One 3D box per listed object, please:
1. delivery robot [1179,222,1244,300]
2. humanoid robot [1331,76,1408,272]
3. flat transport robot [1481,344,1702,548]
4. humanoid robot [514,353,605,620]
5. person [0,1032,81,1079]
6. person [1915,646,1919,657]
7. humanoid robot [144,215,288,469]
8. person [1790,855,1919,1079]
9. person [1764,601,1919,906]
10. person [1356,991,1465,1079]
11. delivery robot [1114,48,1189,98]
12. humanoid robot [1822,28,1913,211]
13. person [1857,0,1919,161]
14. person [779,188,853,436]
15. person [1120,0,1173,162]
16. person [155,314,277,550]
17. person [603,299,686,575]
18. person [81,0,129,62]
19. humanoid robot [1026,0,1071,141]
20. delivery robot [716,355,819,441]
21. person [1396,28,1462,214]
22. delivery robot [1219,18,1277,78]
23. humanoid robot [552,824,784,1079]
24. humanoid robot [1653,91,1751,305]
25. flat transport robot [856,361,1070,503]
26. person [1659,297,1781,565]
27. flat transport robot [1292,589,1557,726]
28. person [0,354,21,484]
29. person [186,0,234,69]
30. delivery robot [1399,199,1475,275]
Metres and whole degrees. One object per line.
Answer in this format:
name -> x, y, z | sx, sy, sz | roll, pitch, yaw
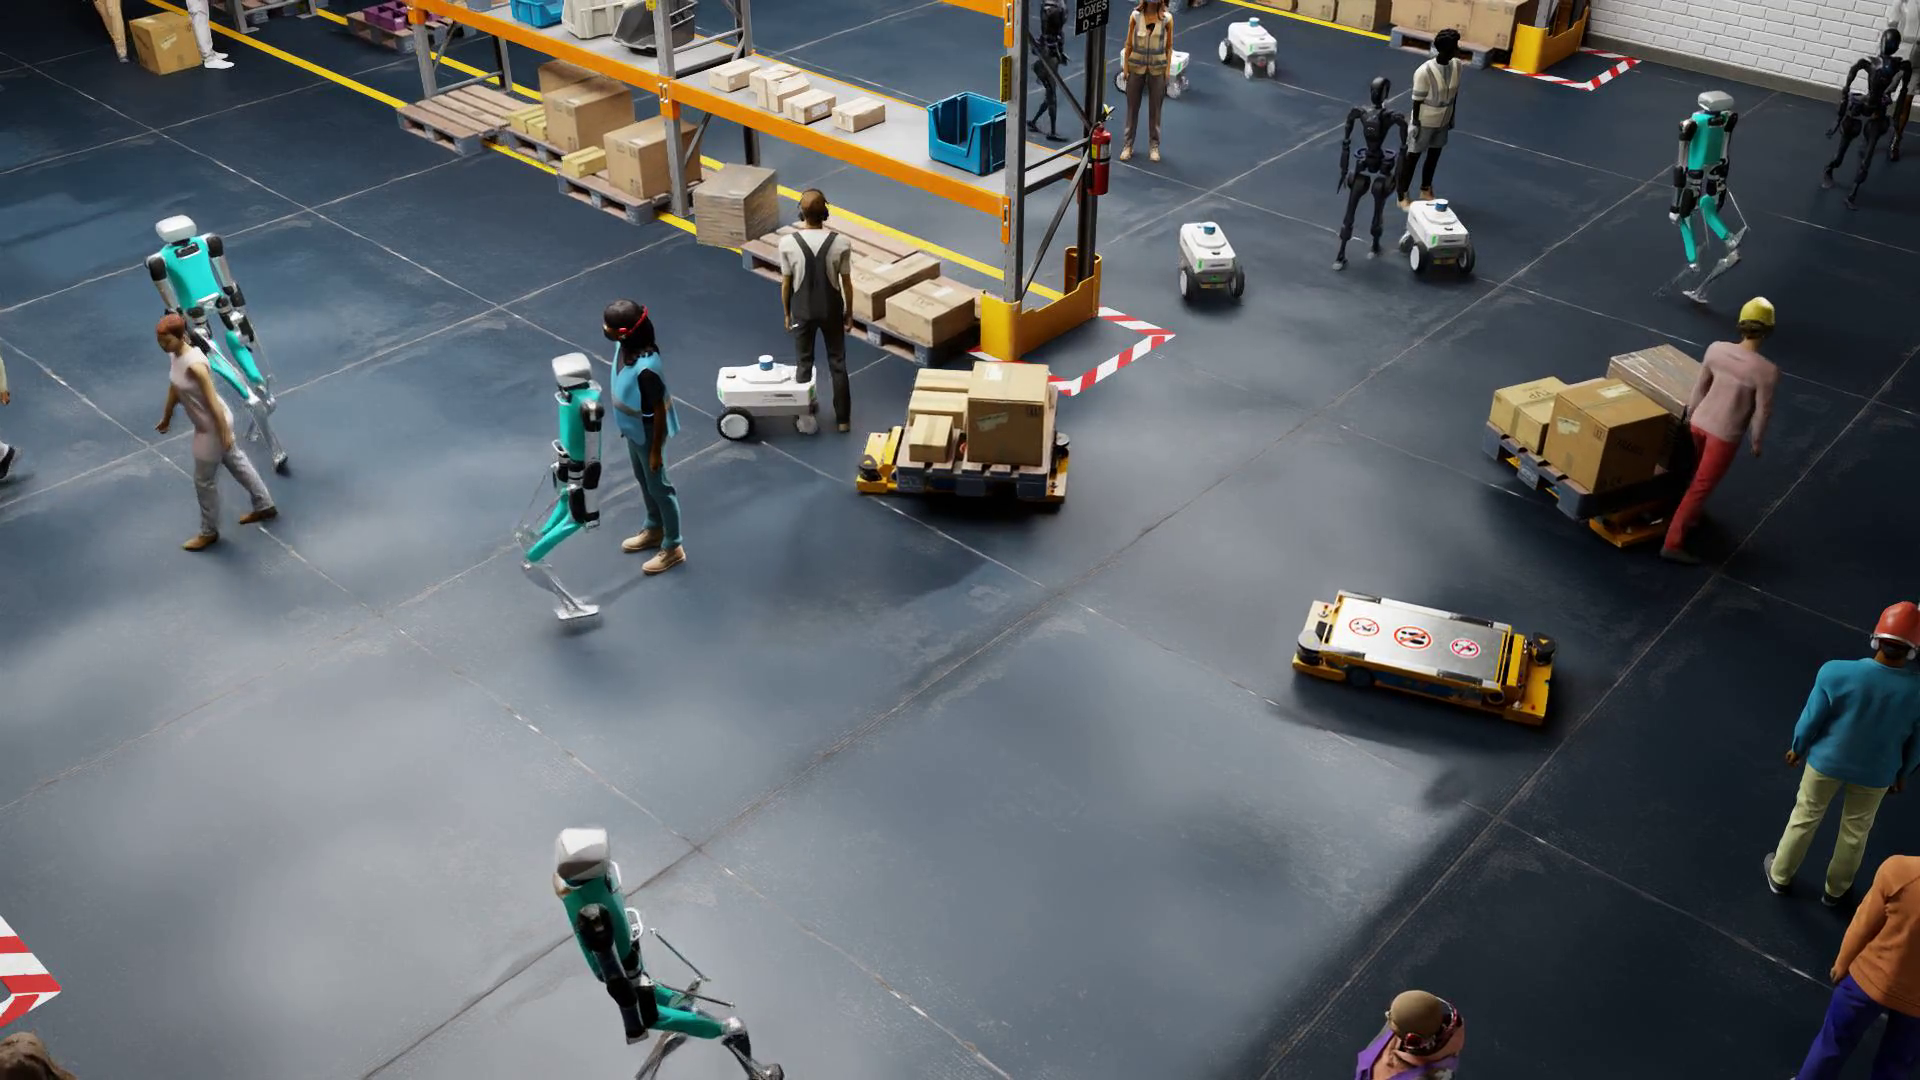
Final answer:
delivery robot -> 2.085, -2.366, 13.998 | 0.499, 0.608, 0.799 | -4, 35, -5
humanoid robot -> 3.501, -3.098, 14.085 | 0.600, 1.644, 0.612 | 17, 38, 23
flat transport robot -> 4.331, -0.447, 11.457 | 0.659, 0.231, 1.431 | -14, 37, -19
humanoid robot -> -2.416, -0.209, 9.840 | 0.776, 1.803, 0.531 | -18, 38, -24
person -> -3.209, 2.385, 6.127 | 0.483, 1.661, 0.337 | -12, 36, -17
person -> 5.937, -0.033, 9.616 | 0.549, 1.666, 0.456 | -19, 39, -26
humanoid robot -> -4.950, -1.288, 11.418 | 1.003, 1.763, 0.554 | 25, 42, 32
person -> 3.822, 1.783, 6.734 | 0.516, 1.973, 0.403 | 18, 38, 24
person -> 4.295, 1.038, 8.007 | 0.562, 1.741, 0.336 | 14, 37, 20
person -> 1.635, 2.281, 6.251 | 0.349, 1.692, 0.481 | -3, 35, -4
delivery robot -> 2.067, -5.103, 17.969 | 0.804, 0.614, 0.499 | 14, 37, 20
humanoid robot -> 8.319, -3.912, 15.257 | 0.611, 1.638, 0.650 | 6, 35, 8
person -> 9.155, -4.636, 16.071 | 0.547, 1.927, 0.389 | 14, 37, 19
person -> -1.001, -1.598, 11.752 | 0.502, 1.835, 0.349 | -4, 35, -5
person -> 1.805, -4.531, 16.046 | 0.461, 1.777, 0.308 | 4, 35, 6
person -> -4.837, -0.712, 10.623 | 0.683, 1.623, 0.494 | -23, 41, -29
person -> -1.955, -0.650, 10.345 | 0.391, 1.867, 0.519 | -18, 39, -25
person -> -9.579, -6.199, 18.528 | 0.570, 1.684, 0.852 | -11, 36, -16
humanoid robot -> 0.890, -4.813, 16.581 | 0.565, 1.678, 0.610 | 14, 37, 19
delivery robot -> -1.414, -1.057, 12.087 | 0.774, 0.592, 0.499 | -1, 35, -1
person -> 4.271, -3.797, 15.060 | 0.535, 1.691, 0.319 | -18, 38, -24
delivery robot -> 3.248, -5.518, 18.548 | 0.499, 0.589, 0.785 | -8, 35, -11
humanoid robot -> -1.137, 1.801, 6.956 | 0.928, 1.796, 0.561 | -12, 36, -17
humanoid robot -> 6.045, -2.632, 13.356 | 0.540, 1.797, 0.780 | -14, 37, -20
flat transport robot -> 0.034, -0.542, 11.596 | 1.431, 0.231, 0.659 | 4, 35, 5
person -> 4.805, -0.688, 10.528 | 0.648, 1.723, 0.546 | -14, 37, -20
flat transport robot -> 2.744, 0.677, 9.830 | 1.431, 0.231, 0.659 | 12, 36, 17
person -> -6.652, -1.049, 10.990 | 0.657, 1.784, 0.571 | 4, 35, 6
person -> -8.435, -6.174, 18.314 | 0.413, 1.907, 0.650 | -17, 38, -24
delivery robot -> 4.119, -2.646, 14.384 | 0.523, 0.585, 0.757 | -2, 35, -3
